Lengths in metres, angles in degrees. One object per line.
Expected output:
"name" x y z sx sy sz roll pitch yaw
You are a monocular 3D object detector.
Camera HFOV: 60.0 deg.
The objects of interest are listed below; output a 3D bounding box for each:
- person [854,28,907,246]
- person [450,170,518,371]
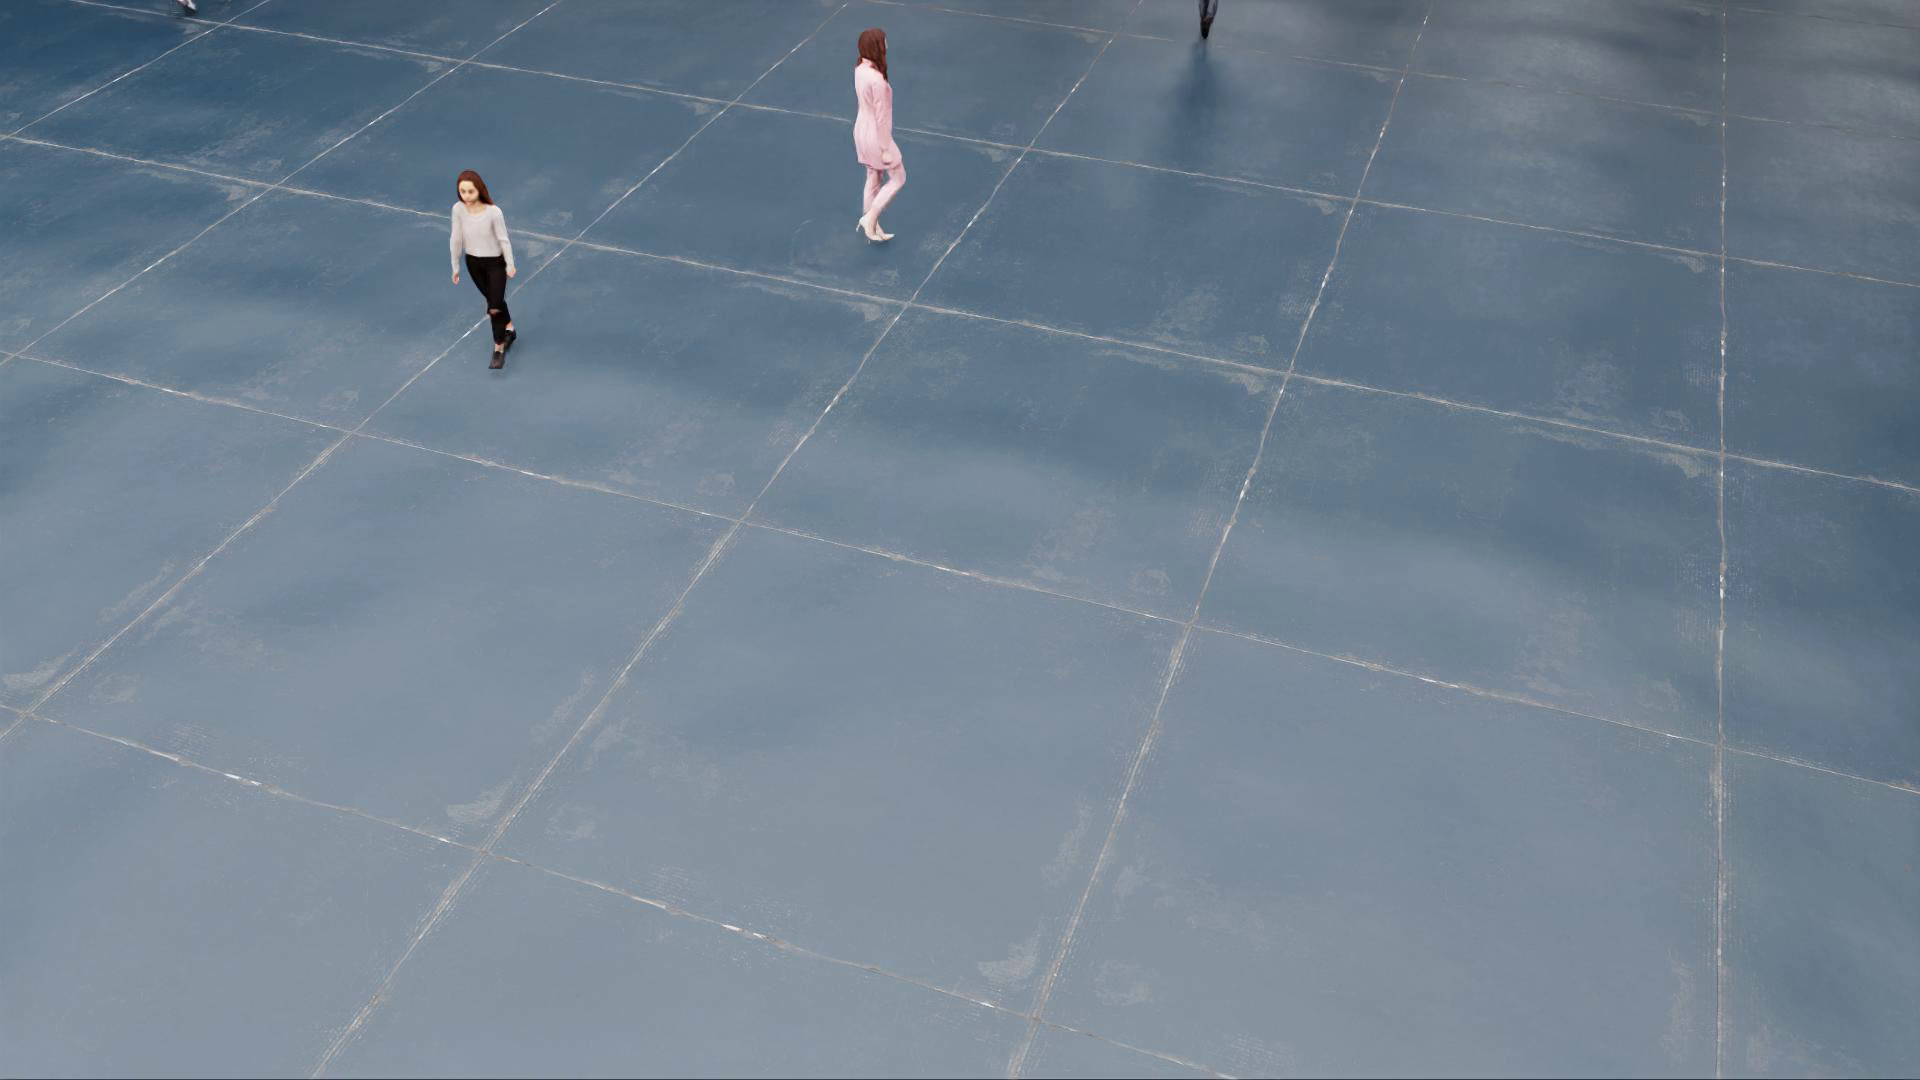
"person" -0.750 -3.158 13.241 0.820 1.792 0.765 -17 41 -21
"person" -3.414 -2.033 12.071 0.651 1.461 0.857 7 39 8
